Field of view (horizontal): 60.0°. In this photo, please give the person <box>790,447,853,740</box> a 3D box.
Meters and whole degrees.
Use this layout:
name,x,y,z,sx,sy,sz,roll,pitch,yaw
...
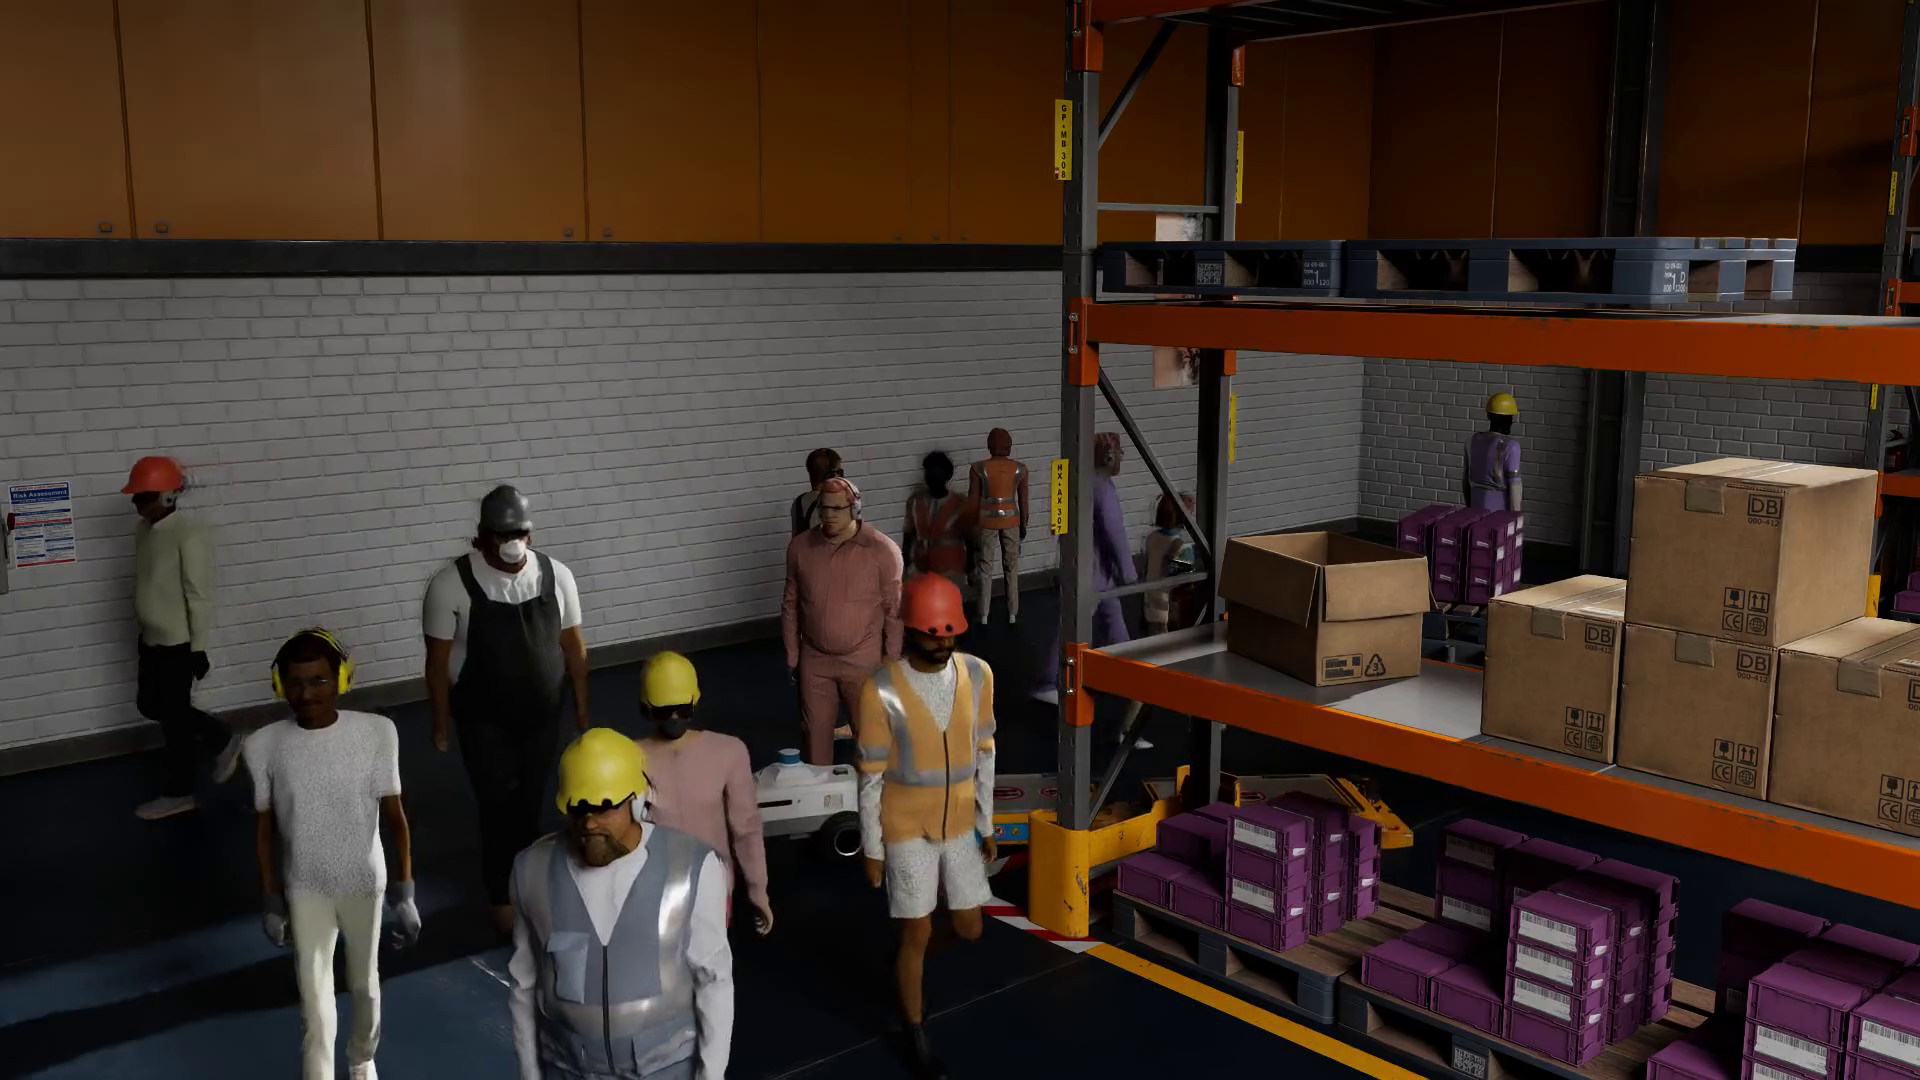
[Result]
name,x,y,z,sx,sy,sz,roll,pitch,yaw
person,-0.854,0.338,10.475,0.344,1.845,0.504,-8,13,-40

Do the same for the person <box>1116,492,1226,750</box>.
name,x,y,z,sx,sy,sz,roll,pitch,yaw
person,1.309,0.493,10.291,0.837,1.592,0.520,-3,10,-16

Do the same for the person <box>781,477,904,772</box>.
name,x,y,z,sx,sy,sz,roll,pitch,yaw
person,-0.624,0.616,8.674,0.652,1.904,0.402,2,10,11

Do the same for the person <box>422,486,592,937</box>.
name,x,y,z,sx,sy,sz,roll,pitch,yaw
person,-1.981,0.747,7.503,0.712,2.000,0.774,-7,12,-35

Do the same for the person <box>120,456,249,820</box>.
name,x,y,z,sx,sy,sz,roll,pitch,yaw
person,-4.244,0.509,9.082,0.639,1.979,0.606,8,12,39

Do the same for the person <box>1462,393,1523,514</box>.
name,x,y,z,sx,sy,sz,roll,pitch,yaw
person,4.379,-0.245,13.644,0.366,1.926,0.593,-5,11,-27

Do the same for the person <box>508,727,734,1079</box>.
name,x,y,z,sx,sy,sz,roll,pitch,yaw
person,-0.902,1.377,4.435,0.611,1.824,0.420,0,10,-1

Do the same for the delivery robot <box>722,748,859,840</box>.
name,x,y,z,sx,sy,sz,roll,pitch,yaw
delivery robot,-0.854,1.294,8.373,0.707,0.478,0.477,-3,10,-19

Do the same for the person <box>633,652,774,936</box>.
name,x,y,z,sx,sy,sz,roll,pitch,yaw
person,-0.957,1.209,5.741,0.535,1.722,0.901,-4,10,-22

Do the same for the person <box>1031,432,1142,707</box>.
name,x,y,z,sx,sy,sz,roll,pitch,yaw
person,0.957,0.206,11.242,1.044,1.849,0.644,-1,10,-7

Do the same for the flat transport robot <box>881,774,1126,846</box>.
name,x,y,z,sx,sy,sz,roll,pitch,yaw
flat transport robot,0.149,1.423,8.724,1.431,0.197,0.652,-1,10,-4

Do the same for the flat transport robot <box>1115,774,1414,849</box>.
name,x,y,z,sx,sy,sz,roll,pitch,yaw
flat transport robot,1.570,1.425,8.707,1.431,0.197,0.652,-1,10,-4

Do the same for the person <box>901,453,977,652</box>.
name,x,y,z,sx,sy,sz,roll,pitch,yaw
person,-0.140,0.188,11.909,0.529,1.651,0.876,5,11,29

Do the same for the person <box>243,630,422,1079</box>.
name,x,y,z,sx,sy,sz,roll,pitch,yaw
person,-2.099,1.188,5.594,0.512,1.818,0.980,-4,10,-22

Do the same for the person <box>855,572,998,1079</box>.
name,x,y,z,sx,sy,sz,roll,pitch,yaw
person,-0.143,1.037,6.178,0.554,1.916,0.573,-5,11,-28

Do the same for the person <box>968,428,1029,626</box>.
name,x,y,z,sx,sy,sz,roll,pitch,yaw
person,0.315,-0.105,13.695,0.519,1.633,0.311,-2,10,-10
